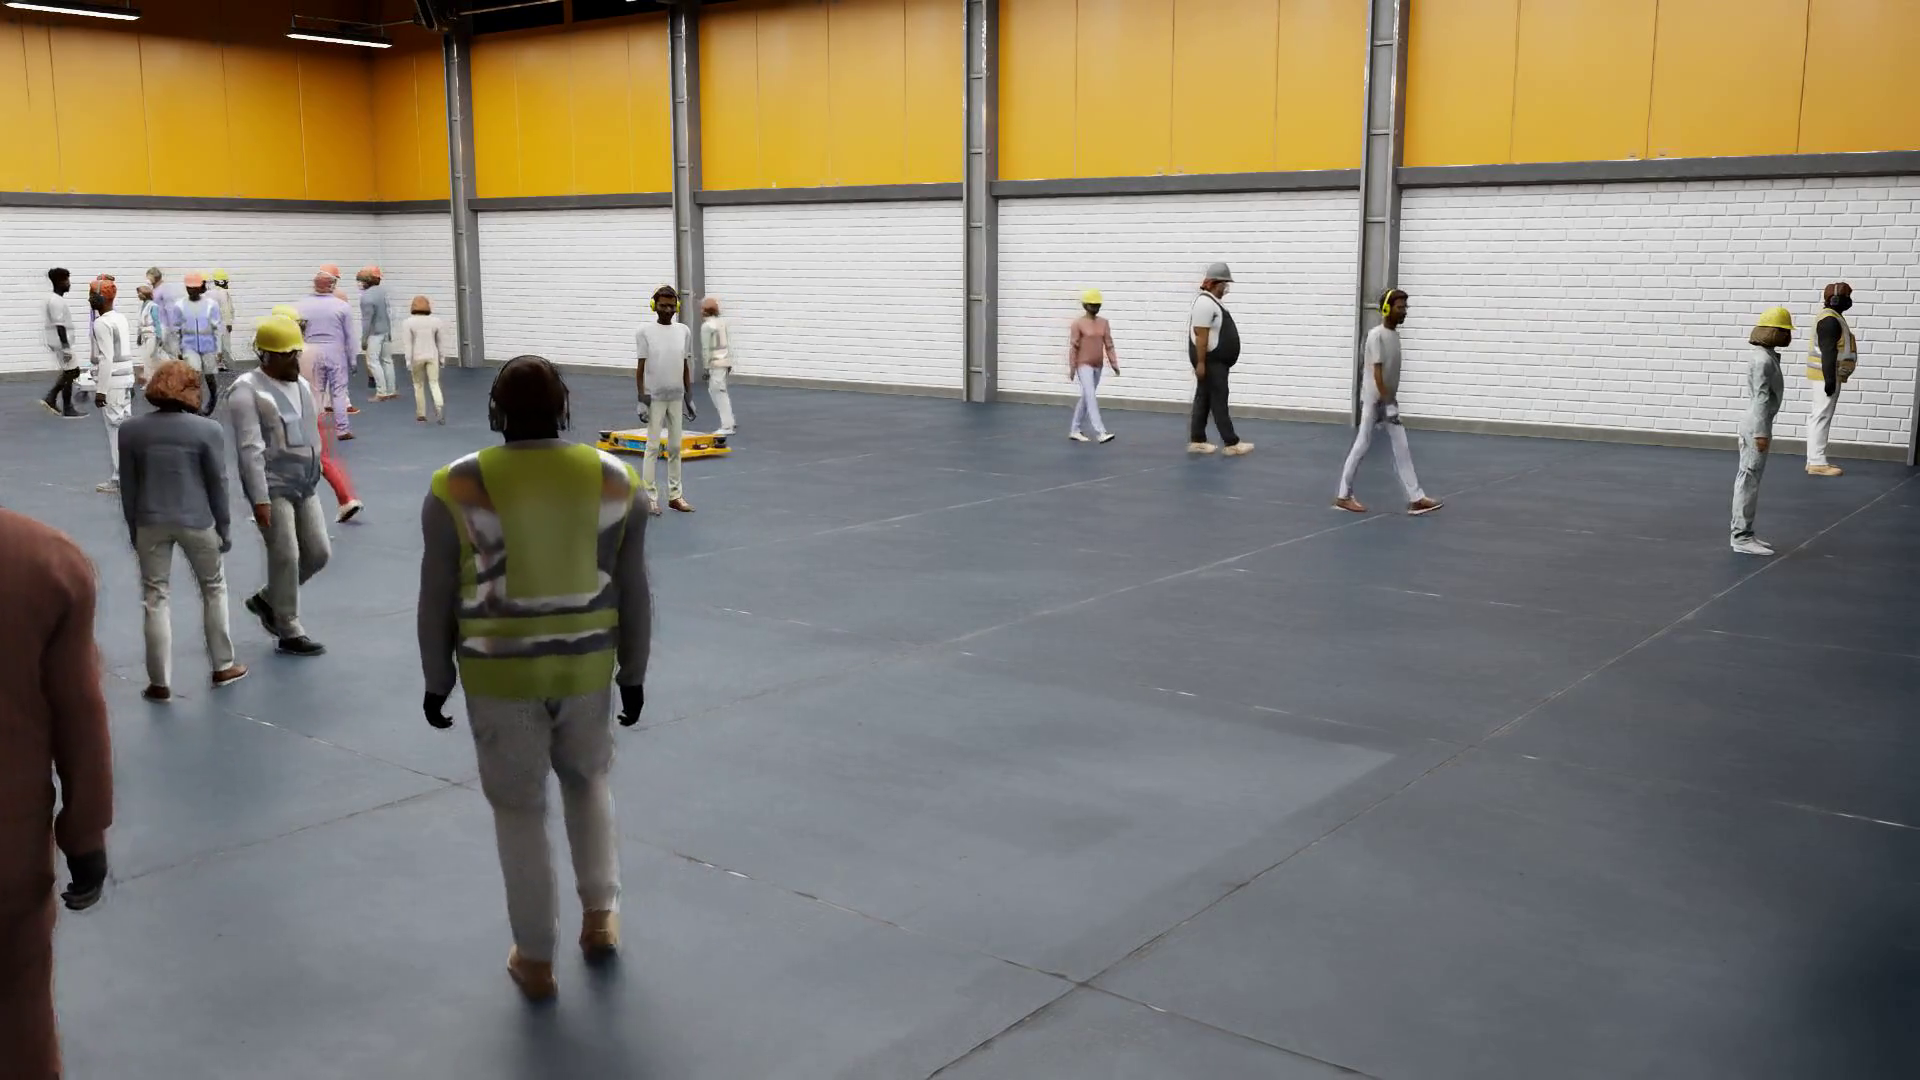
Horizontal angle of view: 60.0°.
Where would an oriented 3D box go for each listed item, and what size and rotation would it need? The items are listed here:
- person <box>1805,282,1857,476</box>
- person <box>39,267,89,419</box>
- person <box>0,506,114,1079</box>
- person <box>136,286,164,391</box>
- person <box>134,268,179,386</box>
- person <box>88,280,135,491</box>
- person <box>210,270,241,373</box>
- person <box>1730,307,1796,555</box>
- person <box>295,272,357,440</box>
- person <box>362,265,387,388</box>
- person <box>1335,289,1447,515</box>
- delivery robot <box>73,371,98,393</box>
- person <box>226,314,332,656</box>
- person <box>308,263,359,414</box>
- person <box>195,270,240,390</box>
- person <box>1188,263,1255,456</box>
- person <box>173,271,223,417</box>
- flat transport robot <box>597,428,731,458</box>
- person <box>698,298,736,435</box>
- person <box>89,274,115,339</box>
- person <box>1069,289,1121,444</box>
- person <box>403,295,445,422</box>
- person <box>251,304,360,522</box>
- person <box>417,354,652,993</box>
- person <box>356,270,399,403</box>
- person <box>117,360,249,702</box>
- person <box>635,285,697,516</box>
[{"bbox_3d":[8.369,-1.548,15.993,0.429,1.845,0.621,4,11,24],"label":"person"},{"bbox_3d":[-11.522,-2.516,21.313,0.465,1.945,0.627,-6,11,-31],"label":"person"},{"bbox_3d":[-2.145,0.592,3.422,0.660,1.881,0.775,-9,13,-42],"label":"person"},{"bbox_3d":[-12.588,-3.108,25.691,0.546,1.616,0.590,9,13,41],"label":"person"},{"bbox_3d":[-12.857,-3.382,26.571,0.659,1.875,1.005,10,14,44],"label":"person"},{"bbox_3d":[-7.588,-1.374,14.876,0.356,1.880,0.574,-2,10,-9],"label":"person"},{"bbox_3d":[-13.103,-3.876,29.570,0.404,1.835,0.590,-10,14,-44],"label":"person"},{"bbox_3d":[5.692,-0.775,11.792,0.312,1.740,0.486,5,11,25],"label":"person"},{"bbox_3d":[-7.178,-2.073,18.864,0.657,1.910,0.404,-1,10,-4],"label":"person"},{"bbox_3d":[-9.300,-3.391,26.443,0.356,1.937,0.552,-4,10,-21],"label":"person"},{"bbox_3d":[3.463,-1.095,13.412,0.949,1.825,0.509,9,13,43],"label":"person"},{"bbox_3d":[-12.279,-2.292,23.795,0.707,0.478,0.477,-7,12,-37],"label":"delivery robot"},{"bbox_3d":[-3.589,-0.282,8.755,0.479,1.803,0.595,3,10,16],"label":"person"},{"bbox_3d":[-8.271,-2.642,21.926,0.609,1.993,0.382,3,10,15],"label":"person"},{"bbox_3d":[-11.599,-3.222,25.692,0.584,1.873,1.001,8,13,39],"label":"person"},{"bbox_3d":[2.789,-1.908,17.511,0.788,2.000,0.706,3,10,15],"label":"person"},{"bbox_3d":[-9.625,-2.447,21.041,0.550,1.914,0.762,-4,11,-22],"label":"person"},{"bbox_3d":[-3.140,-1.035,17.577,1.431,0.197,0.652,8,13,40],"label":"flat transport robot"},{"bbox_3d":[-2.836,-2.012,19.366,0.399,1.607,0.526,2,10,11],"label":"person"},{"bbox_3d":[-11.840,-2.754,23.031,0.389,1.838,0.563,-4,11,-22],"label":"person"},{"bbox_3d":[1.507,-1.923,18.516,0.541,1.720,0.896,-8,12,-37],"label":"person"},{"bbox_3d":[-6.679,-2.257,20.806,0.506,1.610,0.686,-6,11,-31],"label":"person"},{"bbox_3d":[-5.154,-0.981,13.020,0.851,1.730,0.523,3,10,17],"label":"person"},{"bbox_3d":[-1.228,0.385,4.795,0.634,1.829,0.485,-5,11,-29],"label":"person"},{"bbox_3d":[-8.337,-2.911,23.815,0.387,1.900,0.798,0,10,3],"label":"person"},{"bbox_3d":[-3.750,-0.052,7.977,0.503,1.602,0.536,-2,10,-10],"label":"person"},{"bbox_3d":[-2.387,-1.136,13.538,0.521,1.865,0.327,-7,12,-37],"label":"person"}]
